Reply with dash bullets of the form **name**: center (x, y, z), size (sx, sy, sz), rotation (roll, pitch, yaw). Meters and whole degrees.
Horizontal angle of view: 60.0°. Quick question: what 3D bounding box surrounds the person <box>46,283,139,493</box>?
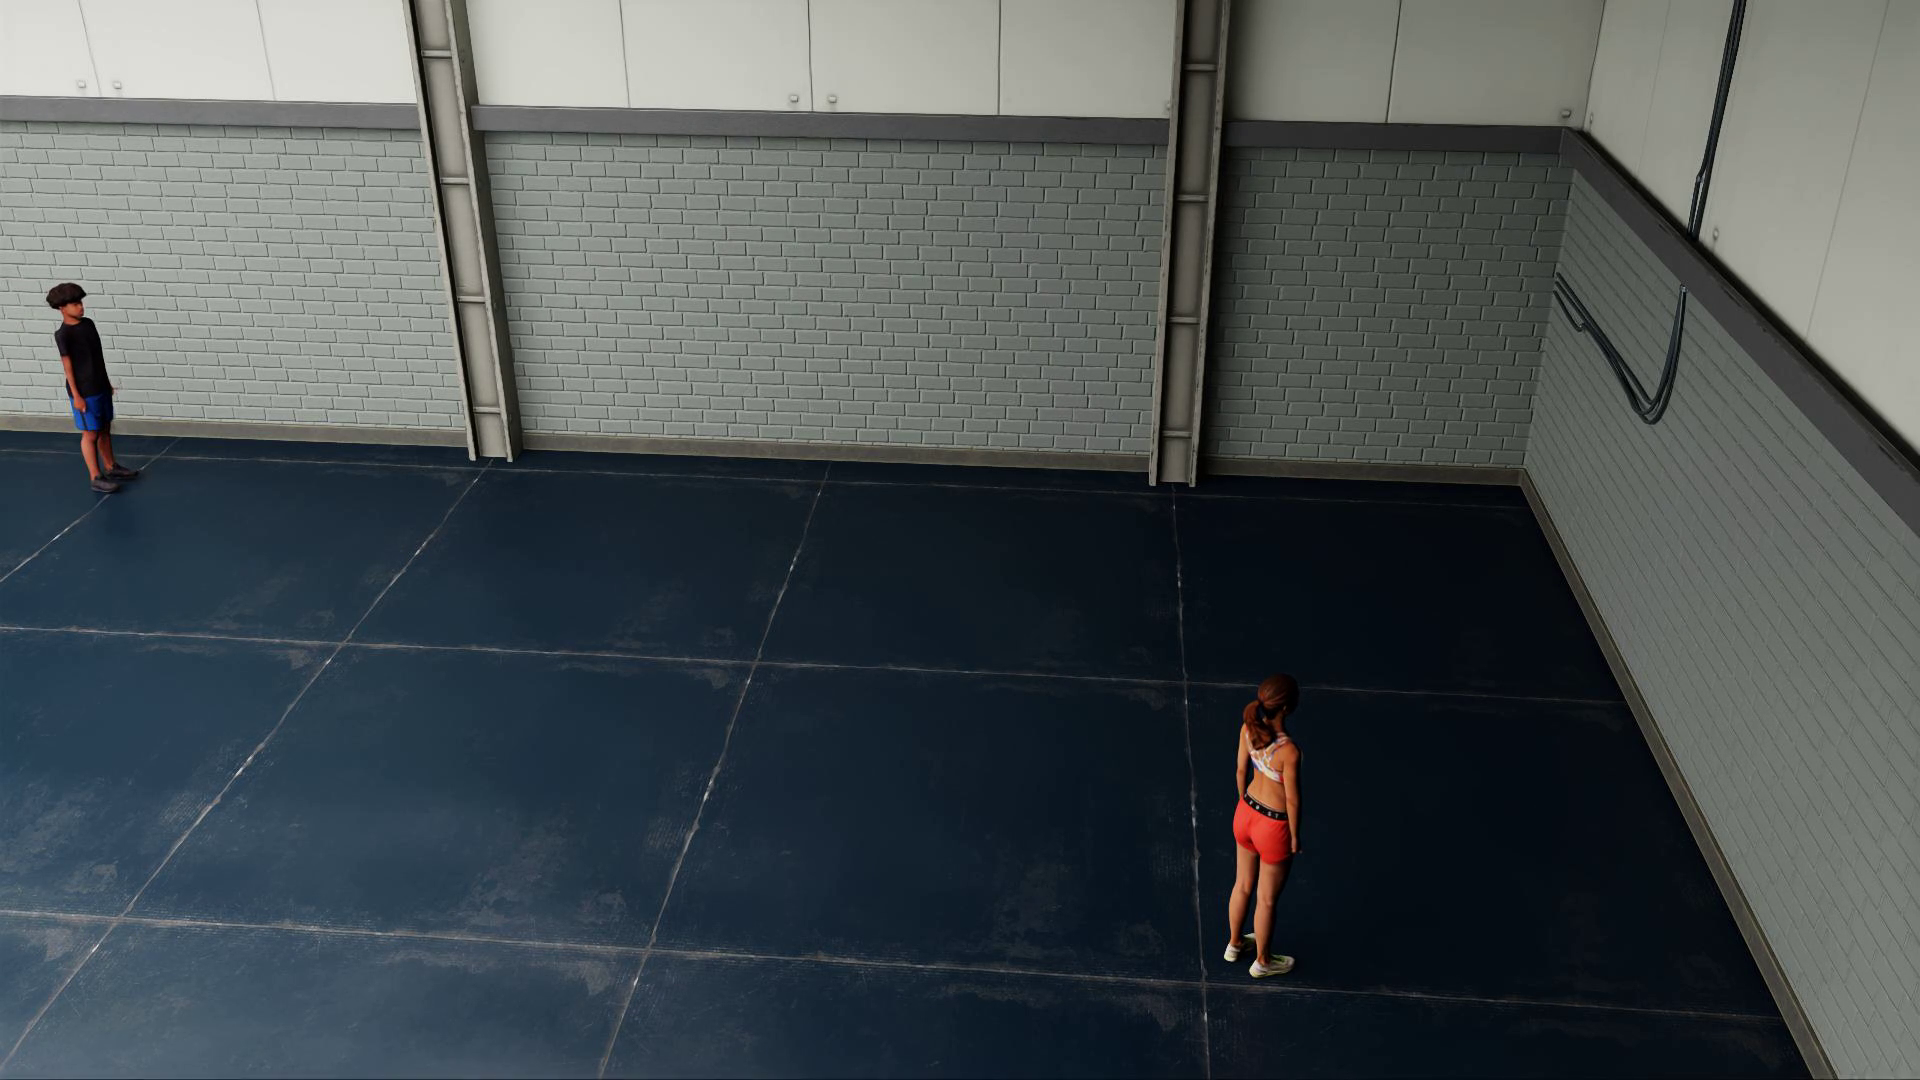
- **person**: center (-7.295, -1.289, 13.903), size (0.541, 1.793, 0.615), rotation (4, 27, 7)

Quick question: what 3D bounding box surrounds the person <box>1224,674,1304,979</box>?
- **person**: center (1.566, 1.470, 8.547), size (0.730, 1.791, 0.678), rotation (-18, 32, -31)
